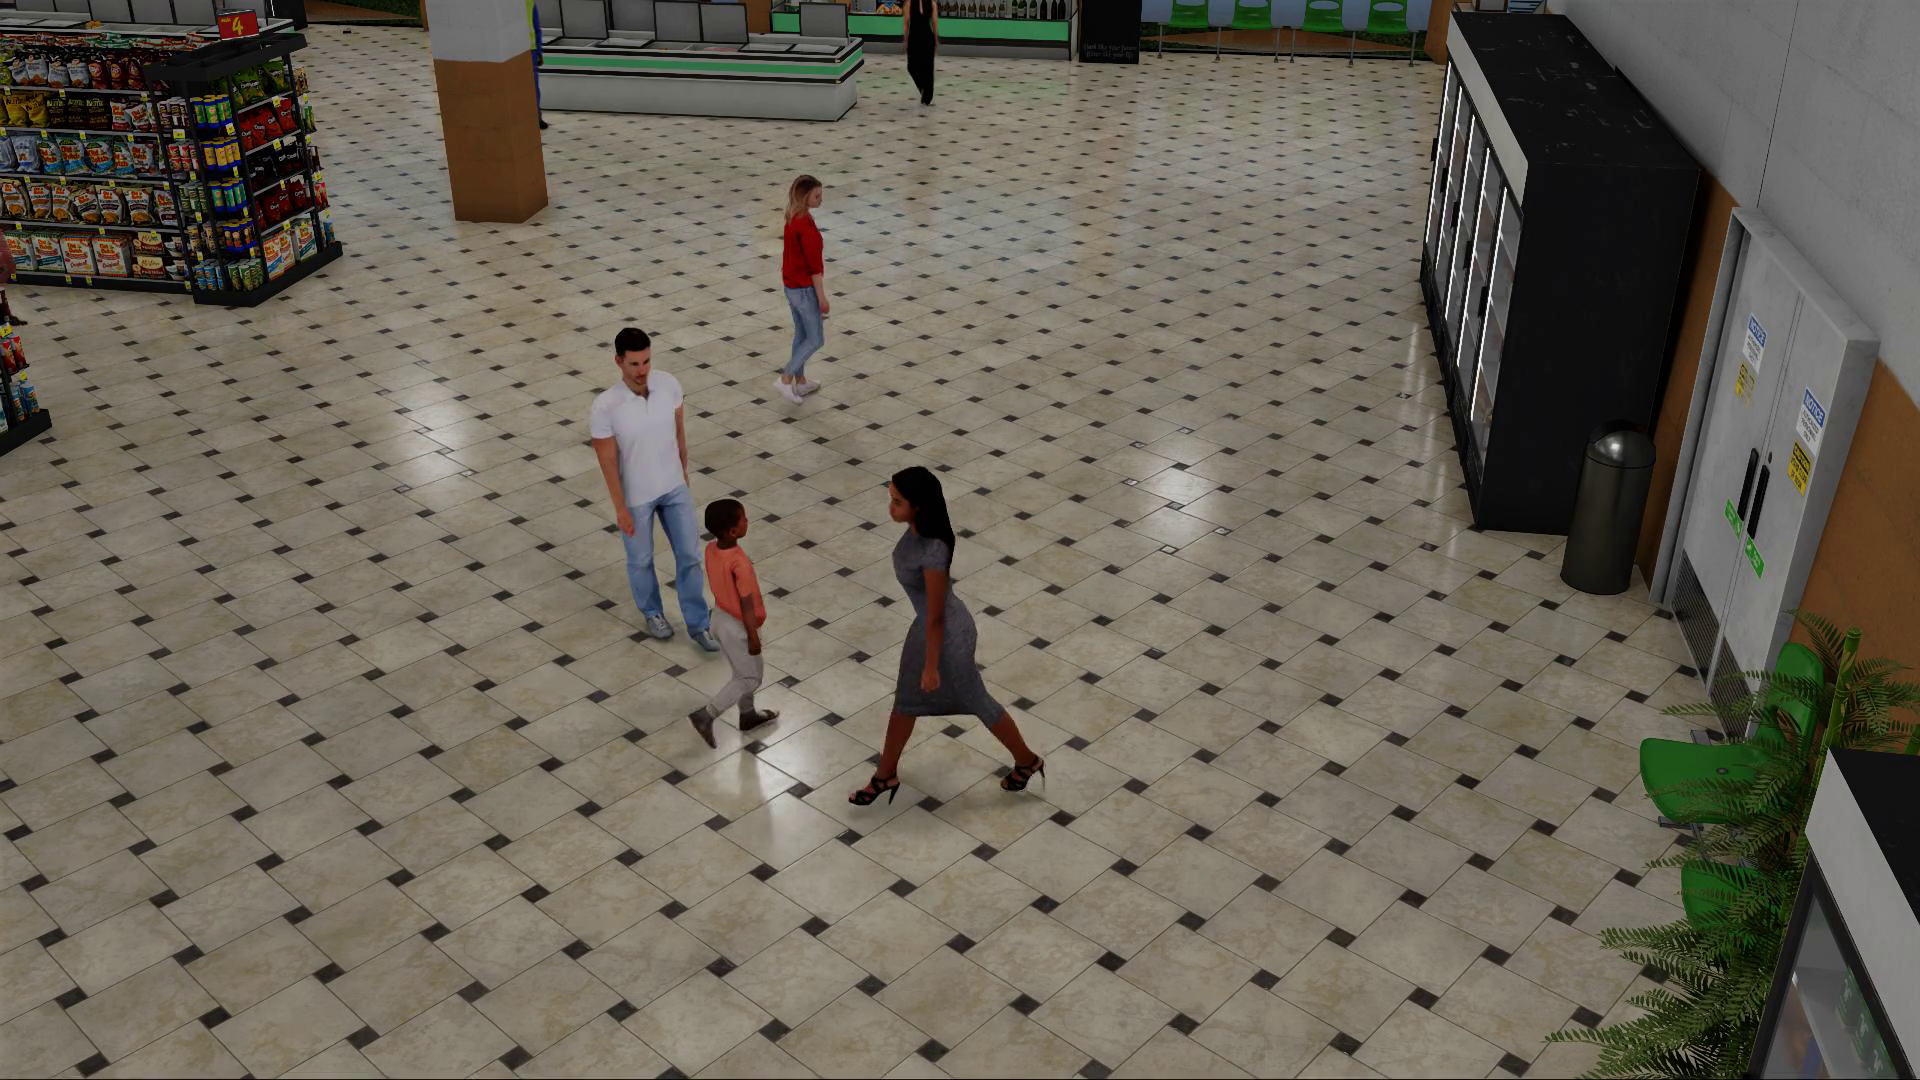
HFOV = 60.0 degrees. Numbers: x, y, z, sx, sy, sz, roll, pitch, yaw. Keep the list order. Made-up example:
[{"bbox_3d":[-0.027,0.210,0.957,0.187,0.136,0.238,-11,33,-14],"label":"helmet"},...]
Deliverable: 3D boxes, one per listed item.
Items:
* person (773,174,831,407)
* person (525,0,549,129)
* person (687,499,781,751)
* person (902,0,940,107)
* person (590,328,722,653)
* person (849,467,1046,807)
[{"bbox_3d":[-1.140,-1.753,11.829,0.842,1.687,0.802,-17,32,-30],"label":"person"},{"bbox_3d":[-5.161,-5.744,19.564,0.730,1.809,0.789,-17,32,-30],"label":"person"},{"bbox_3d":[-1.116,0.418,7.979,0.822,1.297,0.762,-18,32,-32],"label":"person"},{"bbox_3d":[-0.483,-6.159,20.623,0.822,1.591,0.853,-7,28,-13],"label":"person"},{"bbox_3d":[-1.666,-0.295,8.798,0.972,1.828,1.013,-15,30,-27],"label":"person"},{"bbox_3d":[0.019,0.474,7.410,1.232,1.712,0.943,-6,27,-11],"label":"person"}]
